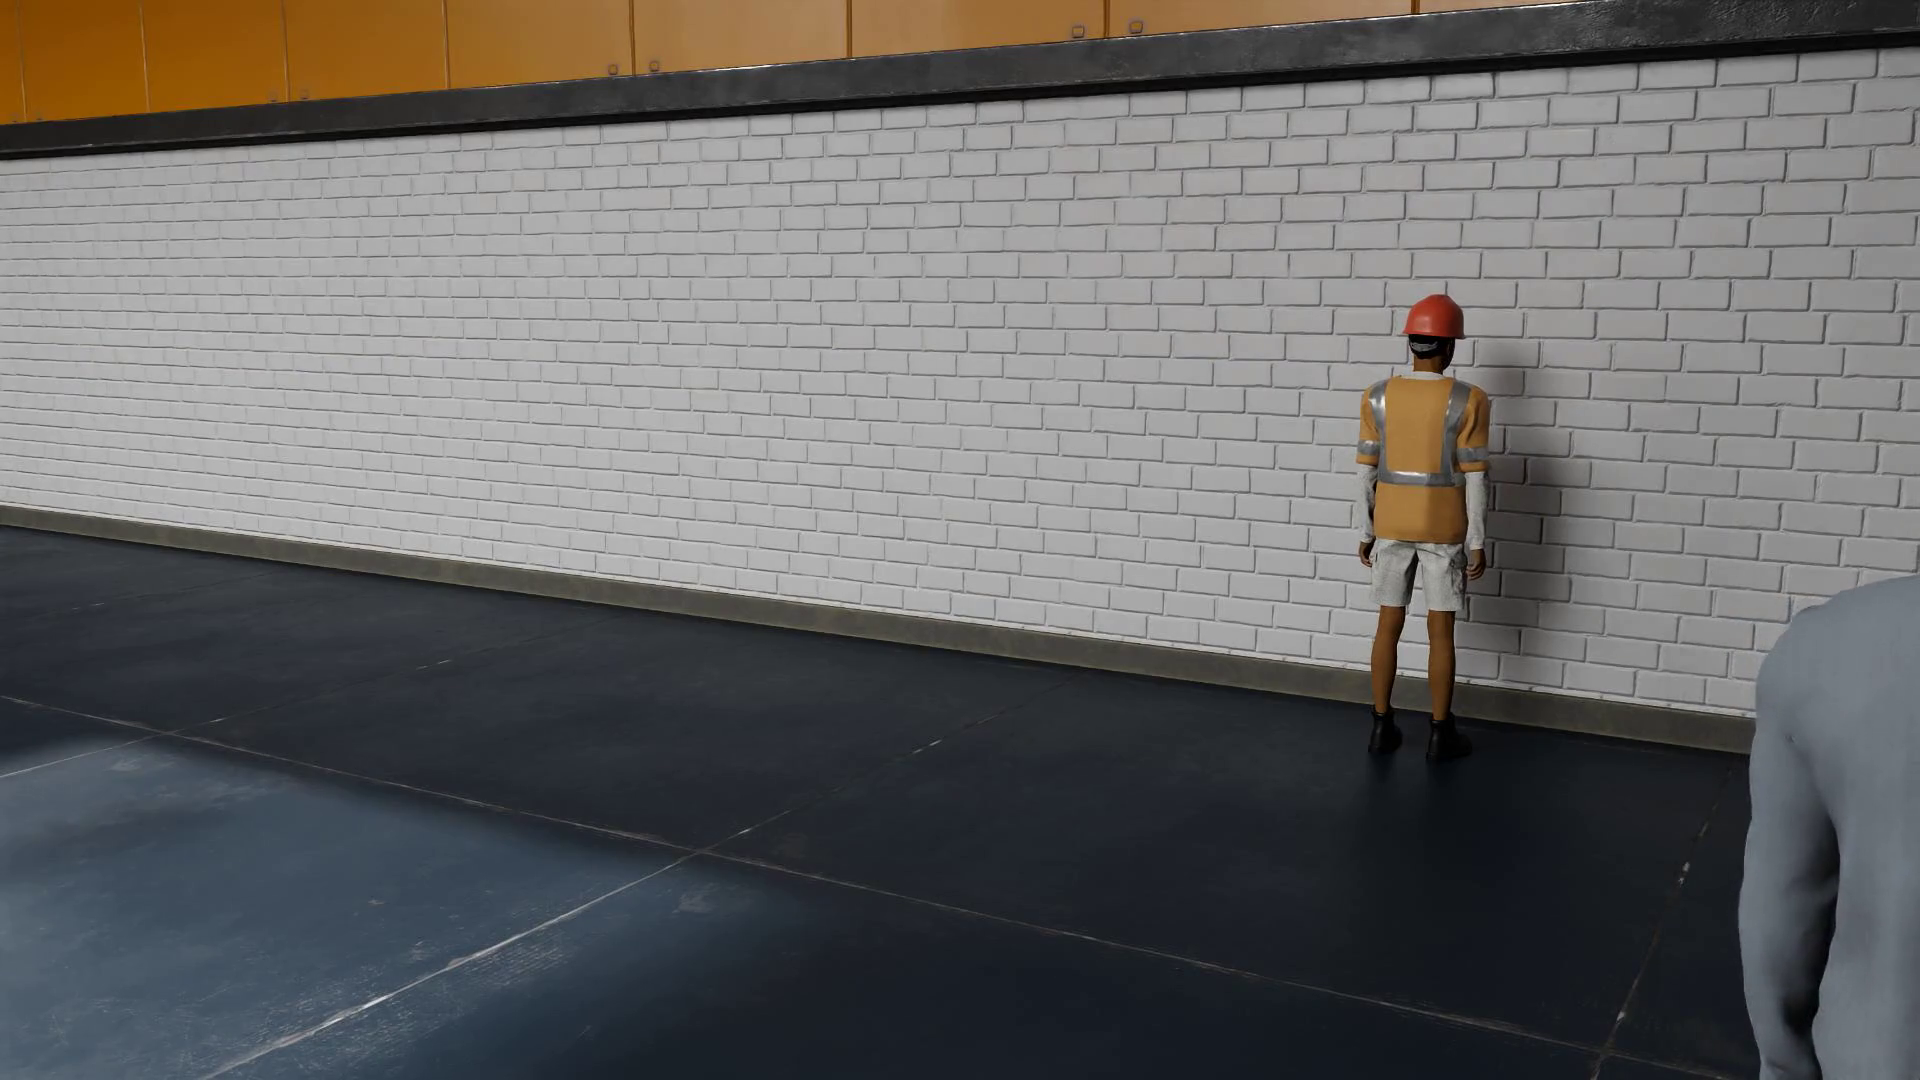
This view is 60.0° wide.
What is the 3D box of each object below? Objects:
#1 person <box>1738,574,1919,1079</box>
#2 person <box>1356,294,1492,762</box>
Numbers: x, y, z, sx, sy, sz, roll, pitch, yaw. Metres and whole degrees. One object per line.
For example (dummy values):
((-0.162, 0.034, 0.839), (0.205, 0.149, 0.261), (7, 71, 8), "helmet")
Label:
((1.276, 0.736, 2.050), (0.355, 1.936, 0.635), (-6, 11, -35), "person")
((1.935, -0.048, 6.945), (0.552, 1.935, 0.368), (6, 11, 32), "person")
